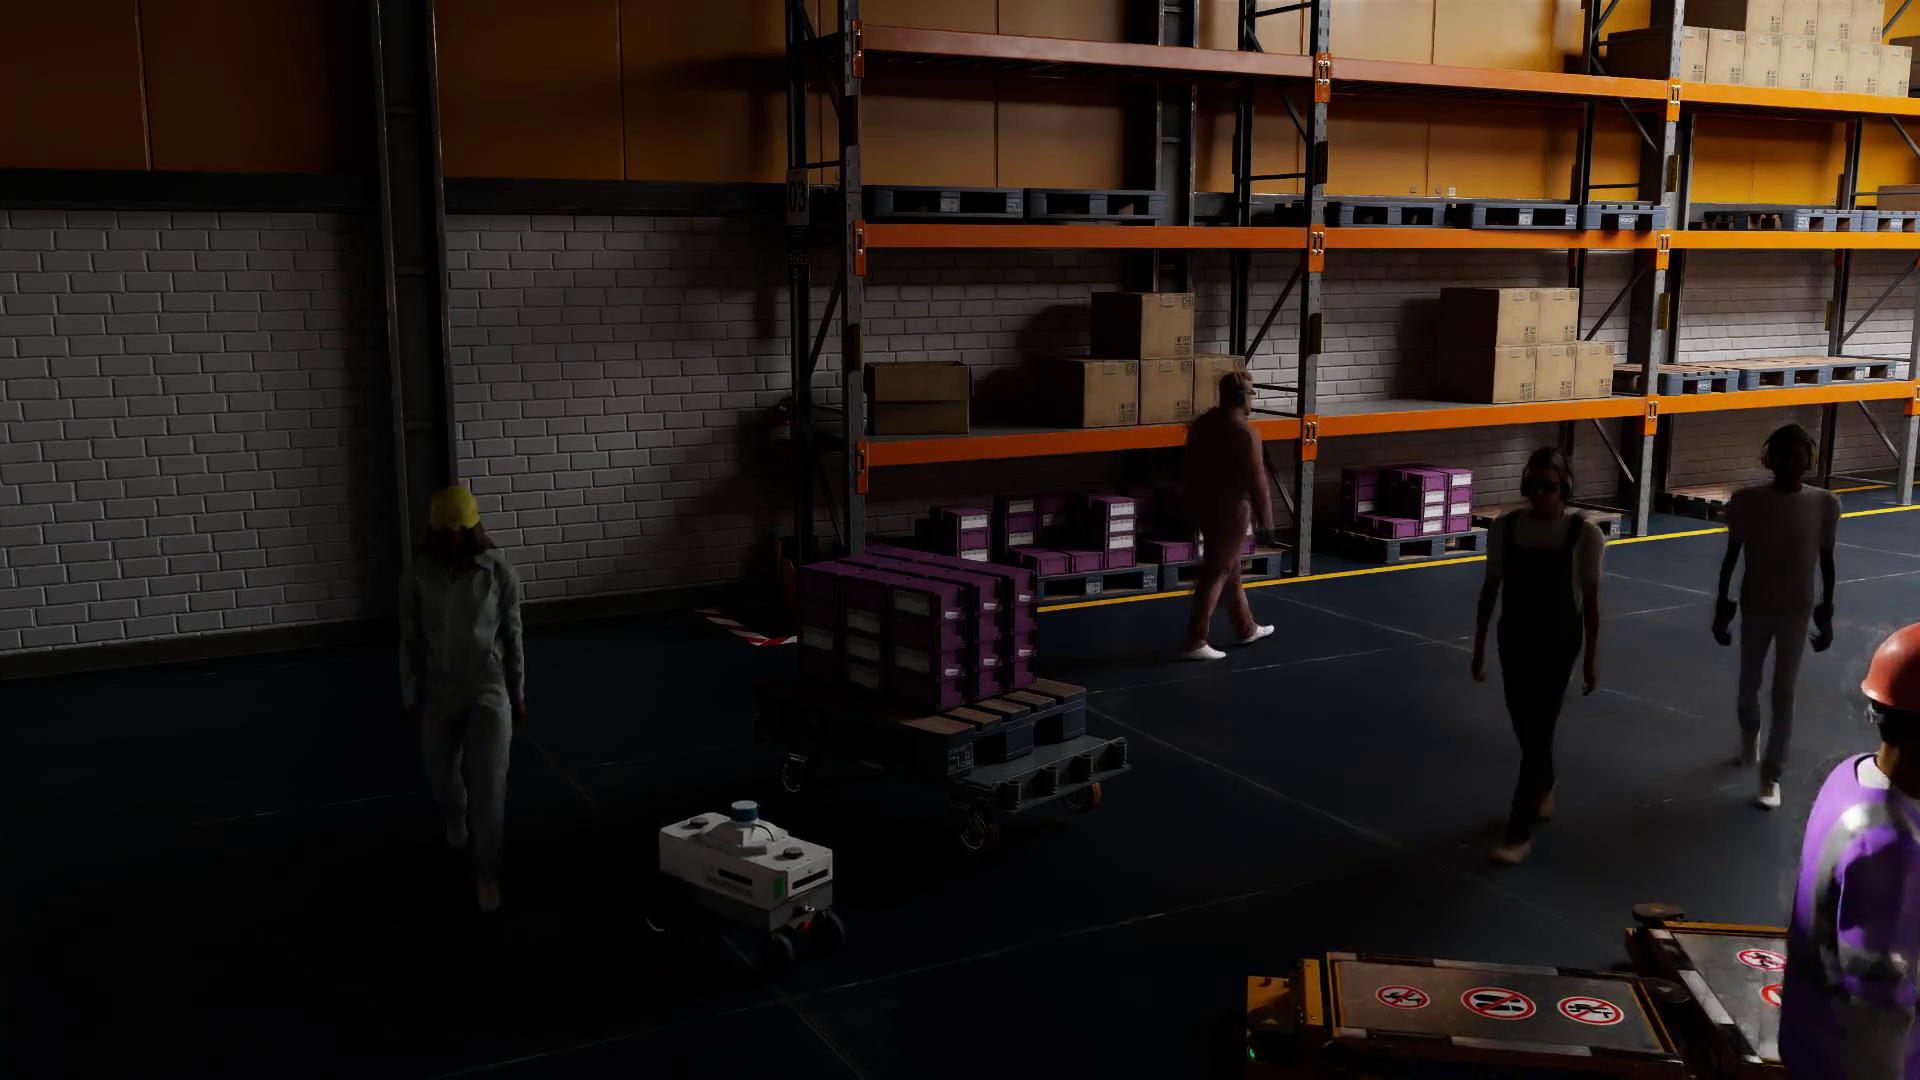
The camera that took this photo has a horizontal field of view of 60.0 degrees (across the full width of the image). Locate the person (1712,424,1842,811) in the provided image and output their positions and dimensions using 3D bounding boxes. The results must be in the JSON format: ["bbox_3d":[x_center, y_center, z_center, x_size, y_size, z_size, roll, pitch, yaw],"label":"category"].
[{"bbox_3d":[4.010,0.324,8.185,0.533,1.830,0.915,5,11,27],"label":"person"}]

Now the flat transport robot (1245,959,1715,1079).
[{"bbox_3d":[1.655,1.588,5.392,1.431,0.197,0.652,2,10,10],"label":"flat transport robot"}]

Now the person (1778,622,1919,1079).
[{"bbox_3d":[1.915,1.095,3.477,0.428,1.919,0.571,5,11,25],"label":"person"}]

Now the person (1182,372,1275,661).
[{"bbox_3d":[1.816,-0.156,10.842,0.933,1.862,0.669,-5,11,-25],"label":"person"}]

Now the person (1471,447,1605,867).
[{"bbox_3d":[2.592,0.468,7.431,0.519,1.813,0.931,8,12,38],"label":"person"}]

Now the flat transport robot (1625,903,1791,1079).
[{"bbox_3d":[2.727,1.569,5.502,0.652,0.197,1.431,1,10,8],"label":"flat transport robot"}]

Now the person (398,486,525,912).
[{"bbox_3d":[-2.055,0.606,6.902,0.499,1.713,0.730,-2,10,-12],"label":"person"}]

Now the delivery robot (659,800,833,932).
[{"bbox_3d":[-0.815,1.236,6.330,0.707,0.478,0.477,8,13,39],"label":"delivery robot"}]
